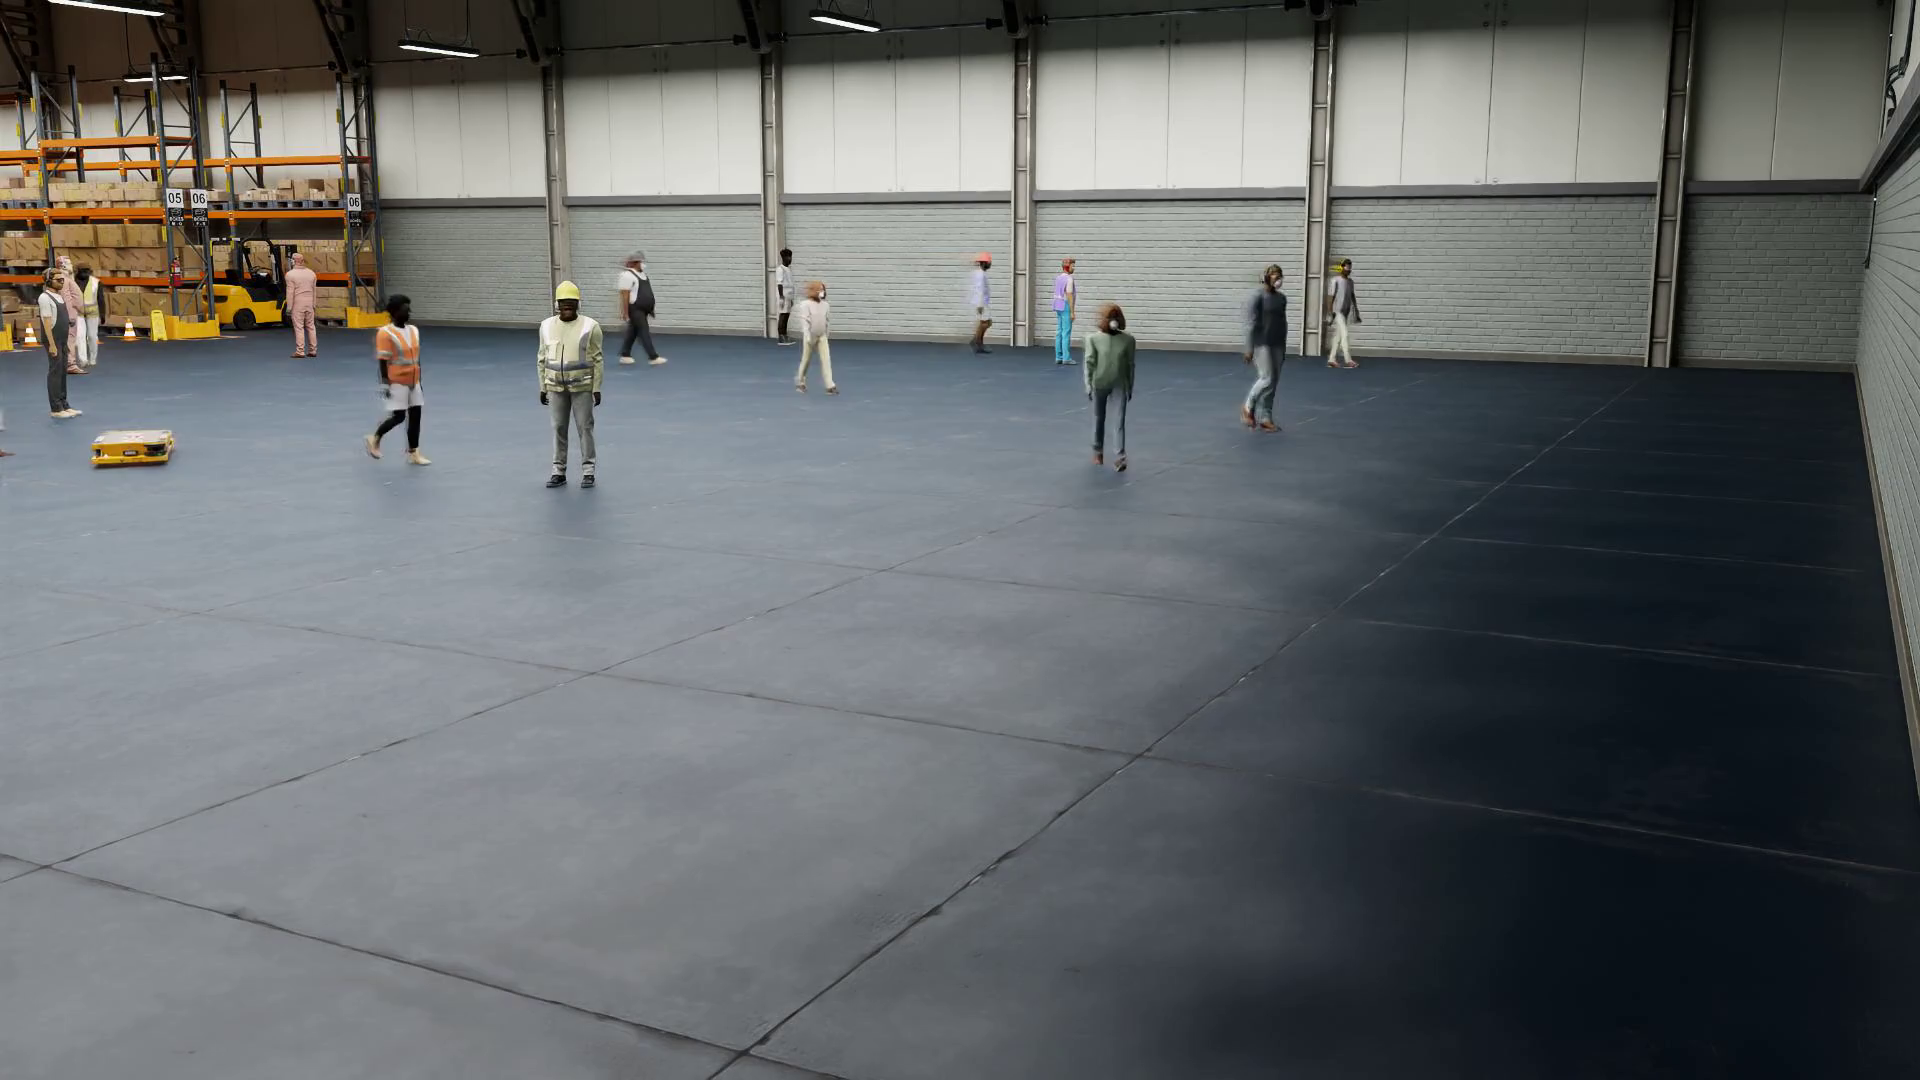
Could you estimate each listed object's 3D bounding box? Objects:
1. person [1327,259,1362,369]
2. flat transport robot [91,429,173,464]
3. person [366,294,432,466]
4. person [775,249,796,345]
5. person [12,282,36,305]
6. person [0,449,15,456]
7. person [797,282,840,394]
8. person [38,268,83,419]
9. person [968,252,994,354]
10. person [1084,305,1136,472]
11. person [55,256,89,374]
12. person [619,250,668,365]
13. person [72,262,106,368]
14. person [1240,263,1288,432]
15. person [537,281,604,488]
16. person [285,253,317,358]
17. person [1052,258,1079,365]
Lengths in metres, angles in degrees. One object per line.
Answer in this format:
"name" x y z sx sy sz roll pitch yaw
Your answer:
"person" 6.555 -3.797 28.029 0.515 1.838 0.878 -9 14 -40
"flat transport robot" -8.325 -0.950 16.752 0.652 0.197 1.431 -4 11 -22
"person" -5.485 -1.547 16.171 0.536 1.685 0.540 4 11 22
"person" -3.592 -5.001 34.215 0.362 1.963 0.612 2 11 12
"person" -25.051 -6.842 44.424 0.675 1.901 0.610 1 10 6
"person" -10.062 -1.698 16.513 0.970 1.874 0.647 -7 13 -35
"person" -2.046 -2.865 23.592 0.497 1.594 0.853 -8 13 -36
"person" -11.093 -2.416 20.454 0.341 1.846 0.510 -2 11 -11
"person" 0.455 -4.474 31.457 0.404 1.921 0.582 1 10 5
"person" 1.439 -1.465 15.981 0.501 1.583 0.897 0 10 -2
"person" -14.427 -3.639 26.943 0.411 1.913 0.643 -7 12 -34
"person" -5.564 -4.056 28.864 1.012 2.000 0.696 3 11 15
"person" -14.992 -3.854 28.462 0.665 1.796 0.938 -6 12 -31
"person" 3.513 -2.187 18.990 0.651 1.922 0.454 -9 14 -41
"person" -3.476 -1.378 14.812 0.596 1.837 0.404 1 10 5
"person" -12.122 -4.300 30.561 0.409 1.909 0.640 6 12 28
"person" 1.816 -3.957 28.872 0.392 1.839 0.563 -4 11 -21
